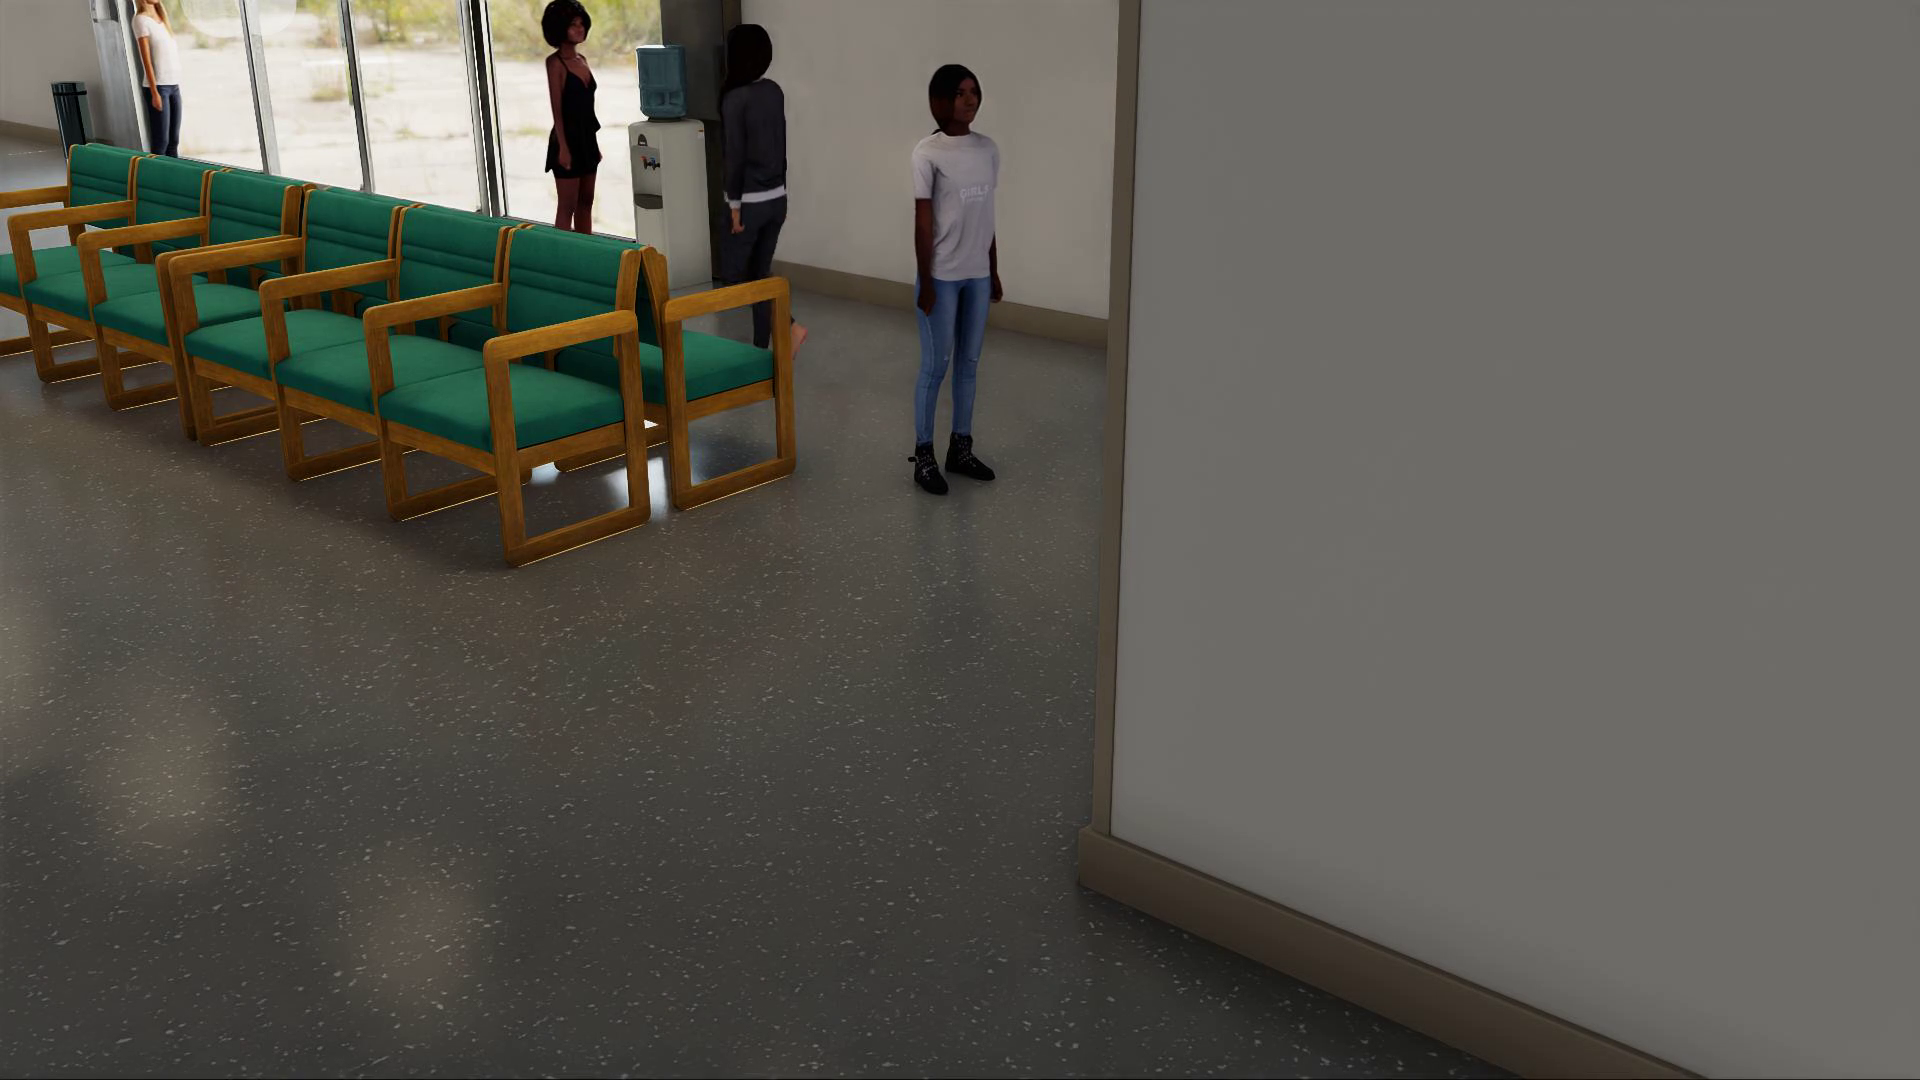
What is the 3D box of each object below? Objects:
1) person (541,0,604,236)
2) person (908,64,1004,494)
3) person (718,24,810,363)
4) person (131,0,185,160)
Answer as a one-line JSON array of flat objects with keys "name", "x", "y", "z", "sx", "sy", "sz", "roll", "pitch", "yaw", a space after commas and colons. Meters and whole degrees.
[{"name": "person", "x": -2.400, "y": -2.427, "z": 10.328, "sx": 0.693, "sy": 1.789, "sz": 0.579, "roll": 7, "pitch": 22, "yaw": 19}, {"name": "person", "x": -0.027, "y": -1.071, "z": 6.847, "sx": 0.511, "sy": 1.719, "sz": 0.682, "roll": -17, "pitch": 26, "yaw": -37}, {"name": "person", "x": -0.981, "y": -1.711, "z": 8.487, "sx": 0.726, "sy": 1.754, "sz": 0.814, "roll": 13, "pitch": 25, "yaw": 31}, {"name": "person", "x": -6.456, "y": -3.612, "z": 13.429, "sx": 0.729, "sy": 1.809, "sz": 0.653, "roll": 0, "pitch": 21, "yaw": -1}]
